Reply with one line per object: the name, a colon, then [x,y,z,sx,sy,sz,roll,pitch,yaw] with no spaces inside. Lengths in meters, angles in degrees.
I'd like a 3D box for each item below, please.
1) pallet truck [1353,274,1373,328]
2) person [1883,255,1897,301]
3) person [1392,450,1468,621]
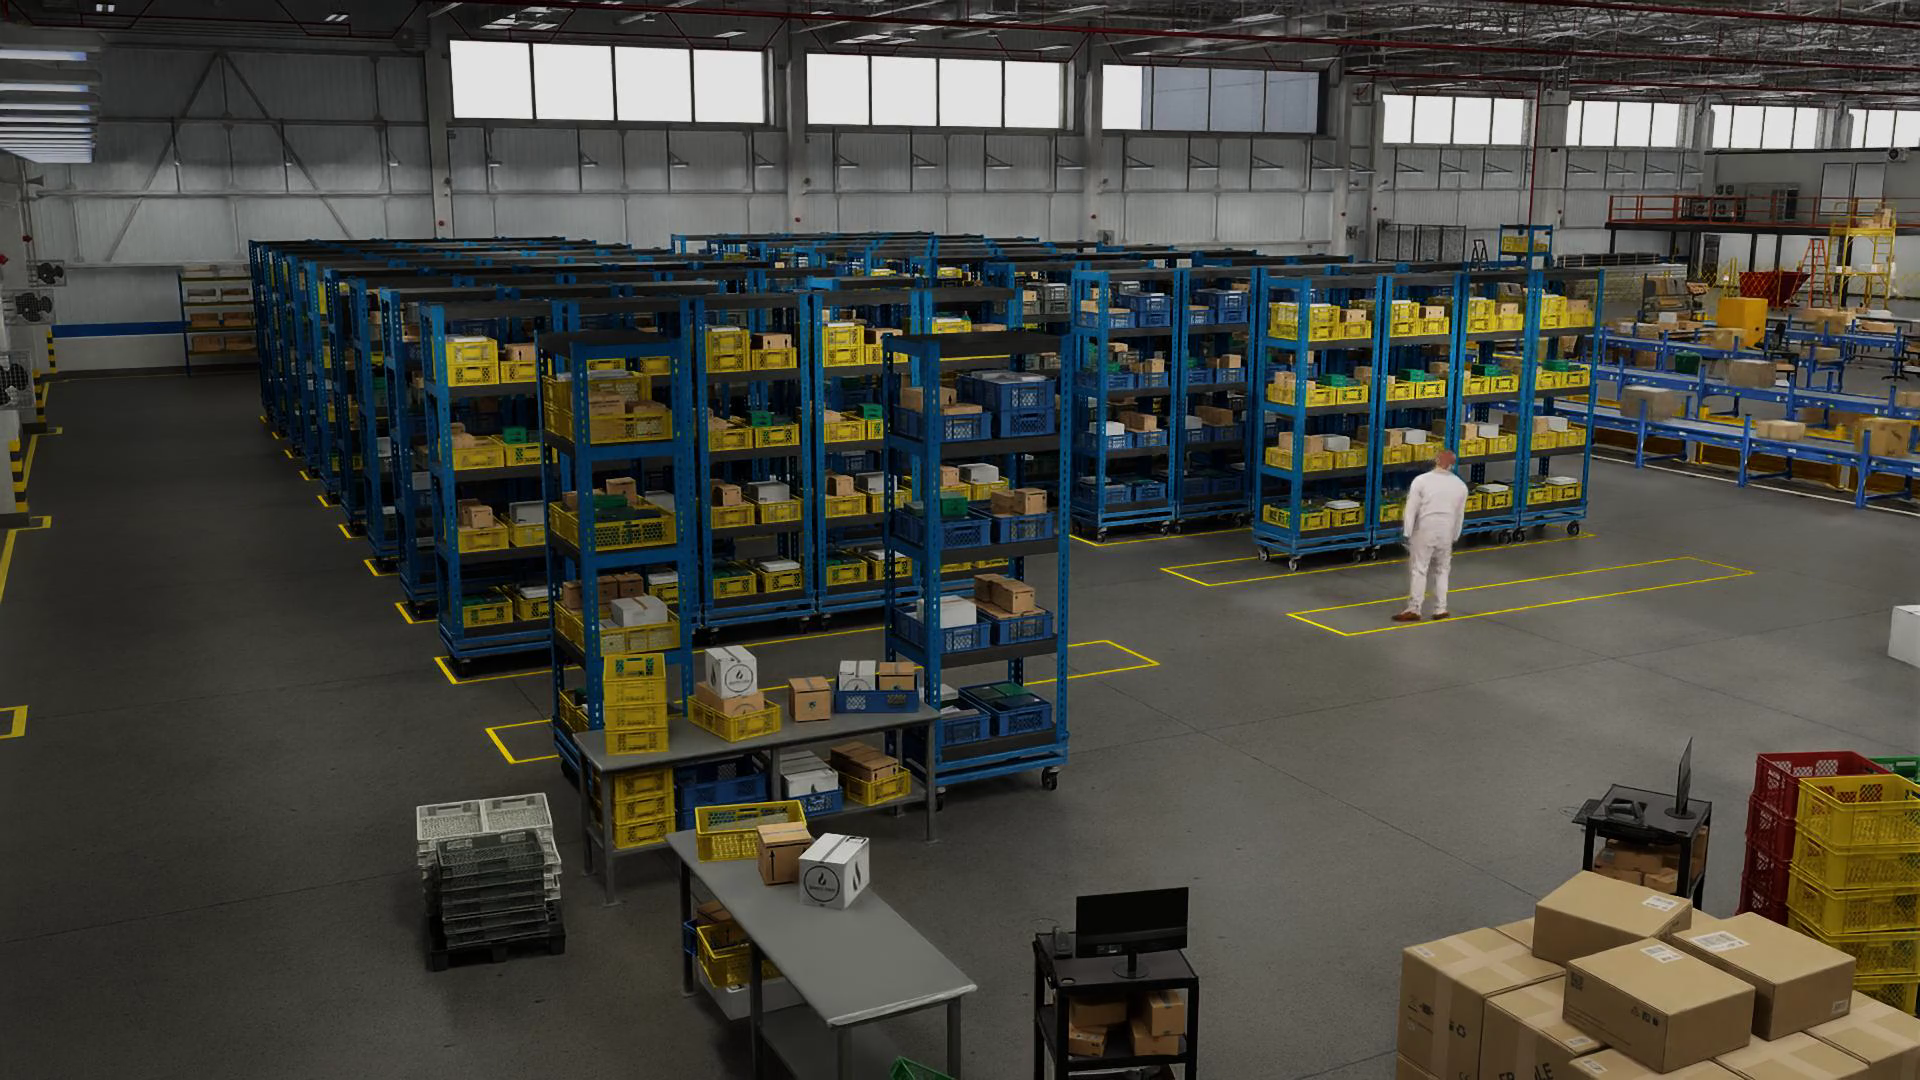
pallet truck: [13.011,-8.050,55.243,0.823,1.965,1.885,-7,14,-28]
person: [37.967,-10.681,67.870,0.617,1.859,0.481,-4,13,-20]
person: [5.094,-0.048,18.147,0.798,1.866,0.408,-2,12,-7]
